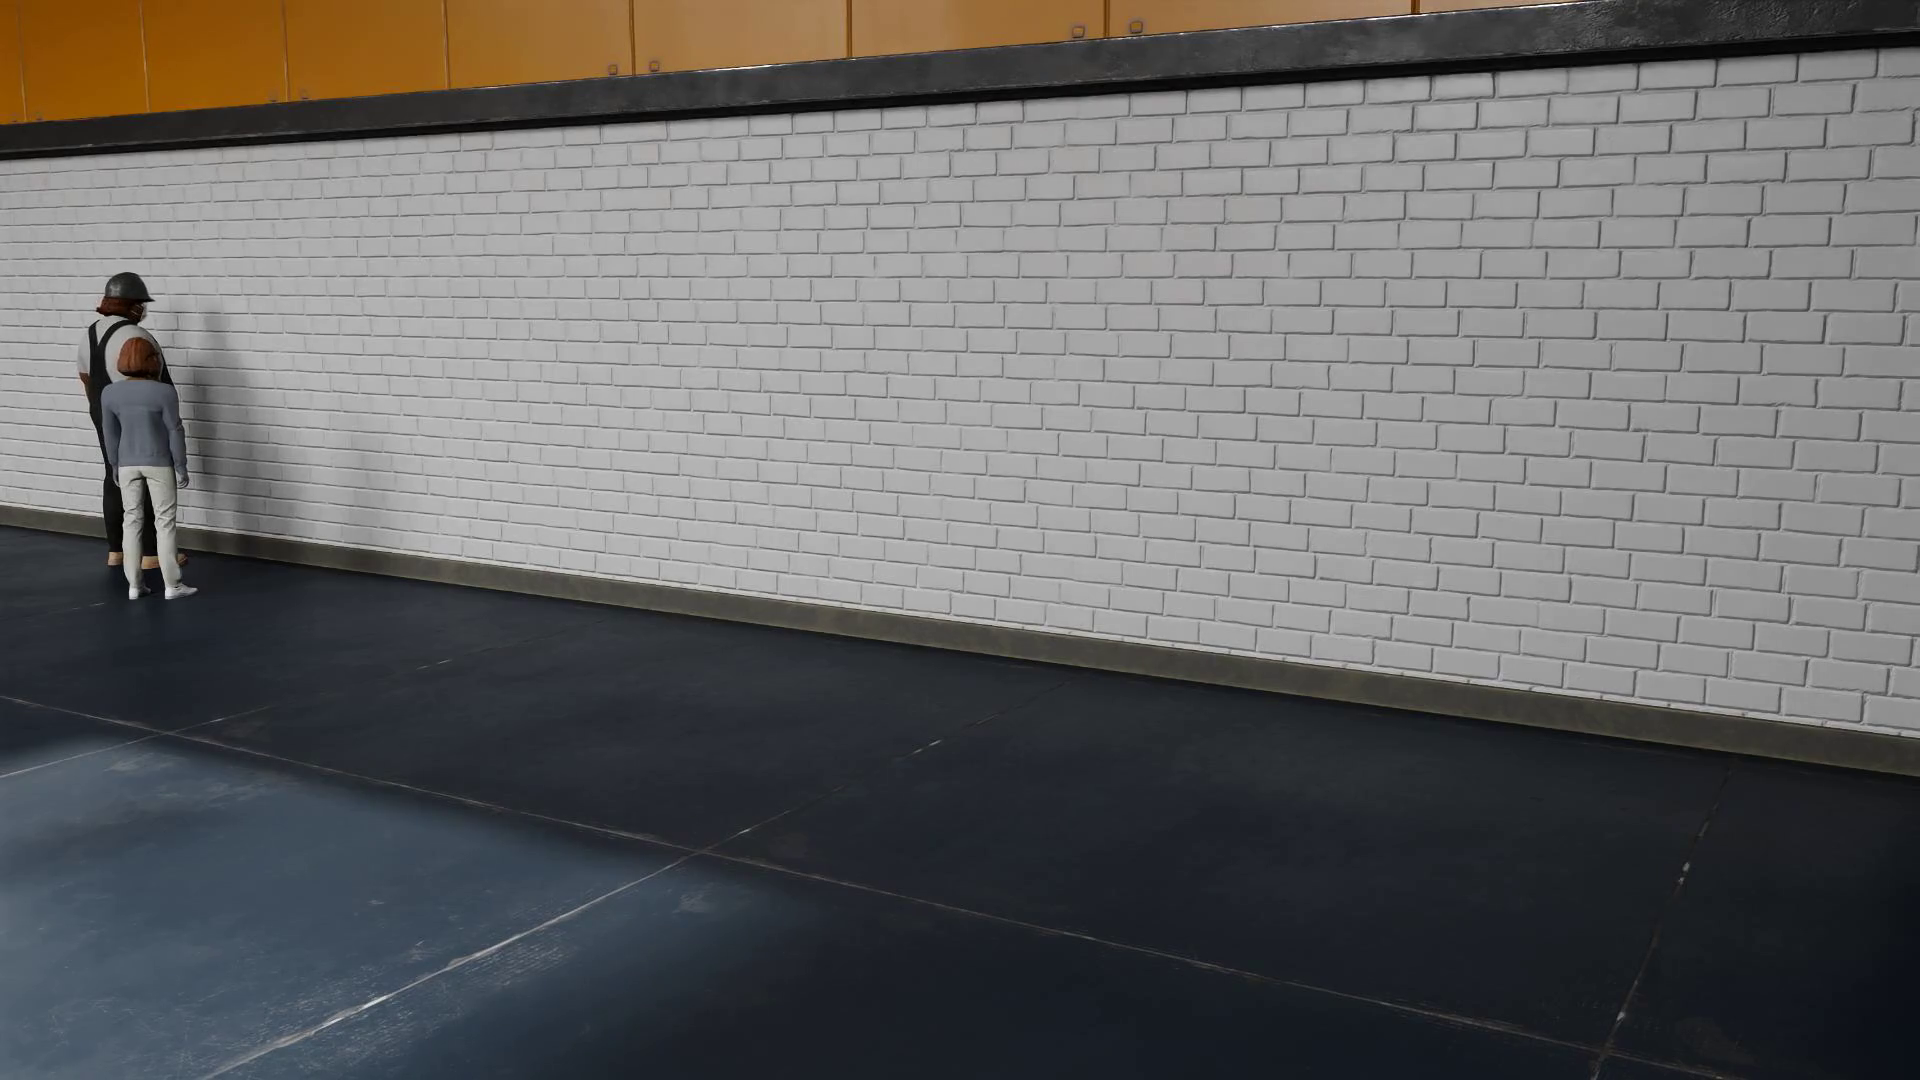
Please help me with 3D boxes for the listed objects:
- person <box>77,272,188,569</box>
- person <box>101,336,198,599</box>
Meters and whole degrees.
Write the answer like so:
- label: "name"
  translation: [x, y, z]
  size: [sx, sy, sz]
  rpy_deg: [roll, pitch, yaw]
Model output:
- label: "person"
  translation: [-5.682, -0.828, 11.487]
  size: [0.688, 2.000, 0.536]
  rpy_deg: [5, 10, 29]
- label: "person"
  translation: [-5.040, -0.440, 10.328]
  size: [0.500, 1.636, 0.281]
  rpy_deg: [0, 9, 2]
